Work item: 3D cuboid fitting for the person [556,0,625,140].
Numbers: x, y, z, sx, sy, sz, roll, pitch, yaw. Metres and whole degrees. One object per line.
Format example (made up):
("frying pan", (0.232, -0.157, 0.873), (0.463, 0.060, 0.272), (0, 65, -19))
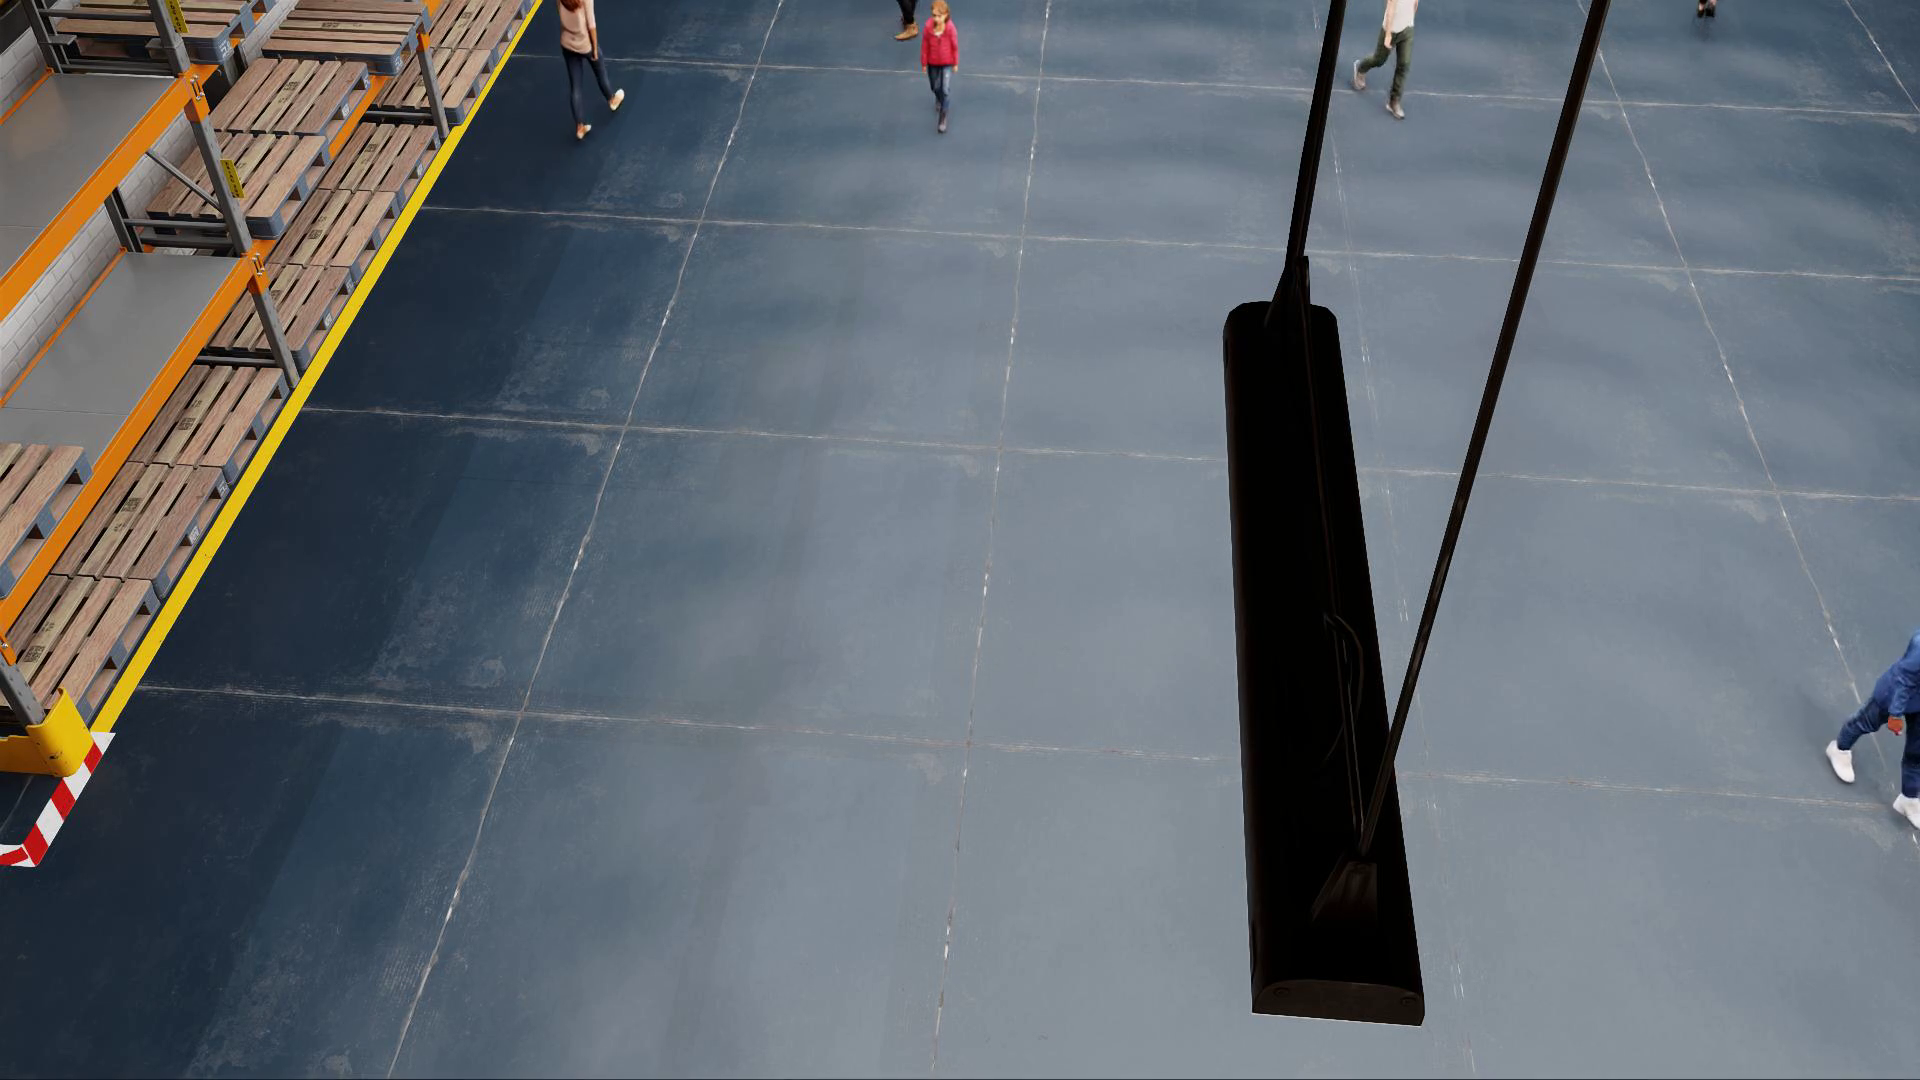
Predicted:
("person", (-3.700, -4.701, 16.006), (0.743, 1.746, 1.109), (11, 45, 11))

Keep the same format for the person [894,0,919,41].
("person", (-0.578, -6.200, 17.624), (0.843, 1.686, 0.630), (28, 50, 26))

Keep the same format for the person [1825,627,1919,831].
("person", (5.754, 0.864, 10.141), (0.843, 1.779, 1.078), (-5, 44, -5))

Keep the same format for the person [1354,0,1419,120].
("person", (4.271, -5.071, 16.480), (0.853, 1.629, 1.142), (-14, 45, -14))

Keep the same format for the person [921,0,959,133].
("person", (-0.182, -4.714, 16.344), (0.536, 1.300, 0.831), (5, 44, 6))
